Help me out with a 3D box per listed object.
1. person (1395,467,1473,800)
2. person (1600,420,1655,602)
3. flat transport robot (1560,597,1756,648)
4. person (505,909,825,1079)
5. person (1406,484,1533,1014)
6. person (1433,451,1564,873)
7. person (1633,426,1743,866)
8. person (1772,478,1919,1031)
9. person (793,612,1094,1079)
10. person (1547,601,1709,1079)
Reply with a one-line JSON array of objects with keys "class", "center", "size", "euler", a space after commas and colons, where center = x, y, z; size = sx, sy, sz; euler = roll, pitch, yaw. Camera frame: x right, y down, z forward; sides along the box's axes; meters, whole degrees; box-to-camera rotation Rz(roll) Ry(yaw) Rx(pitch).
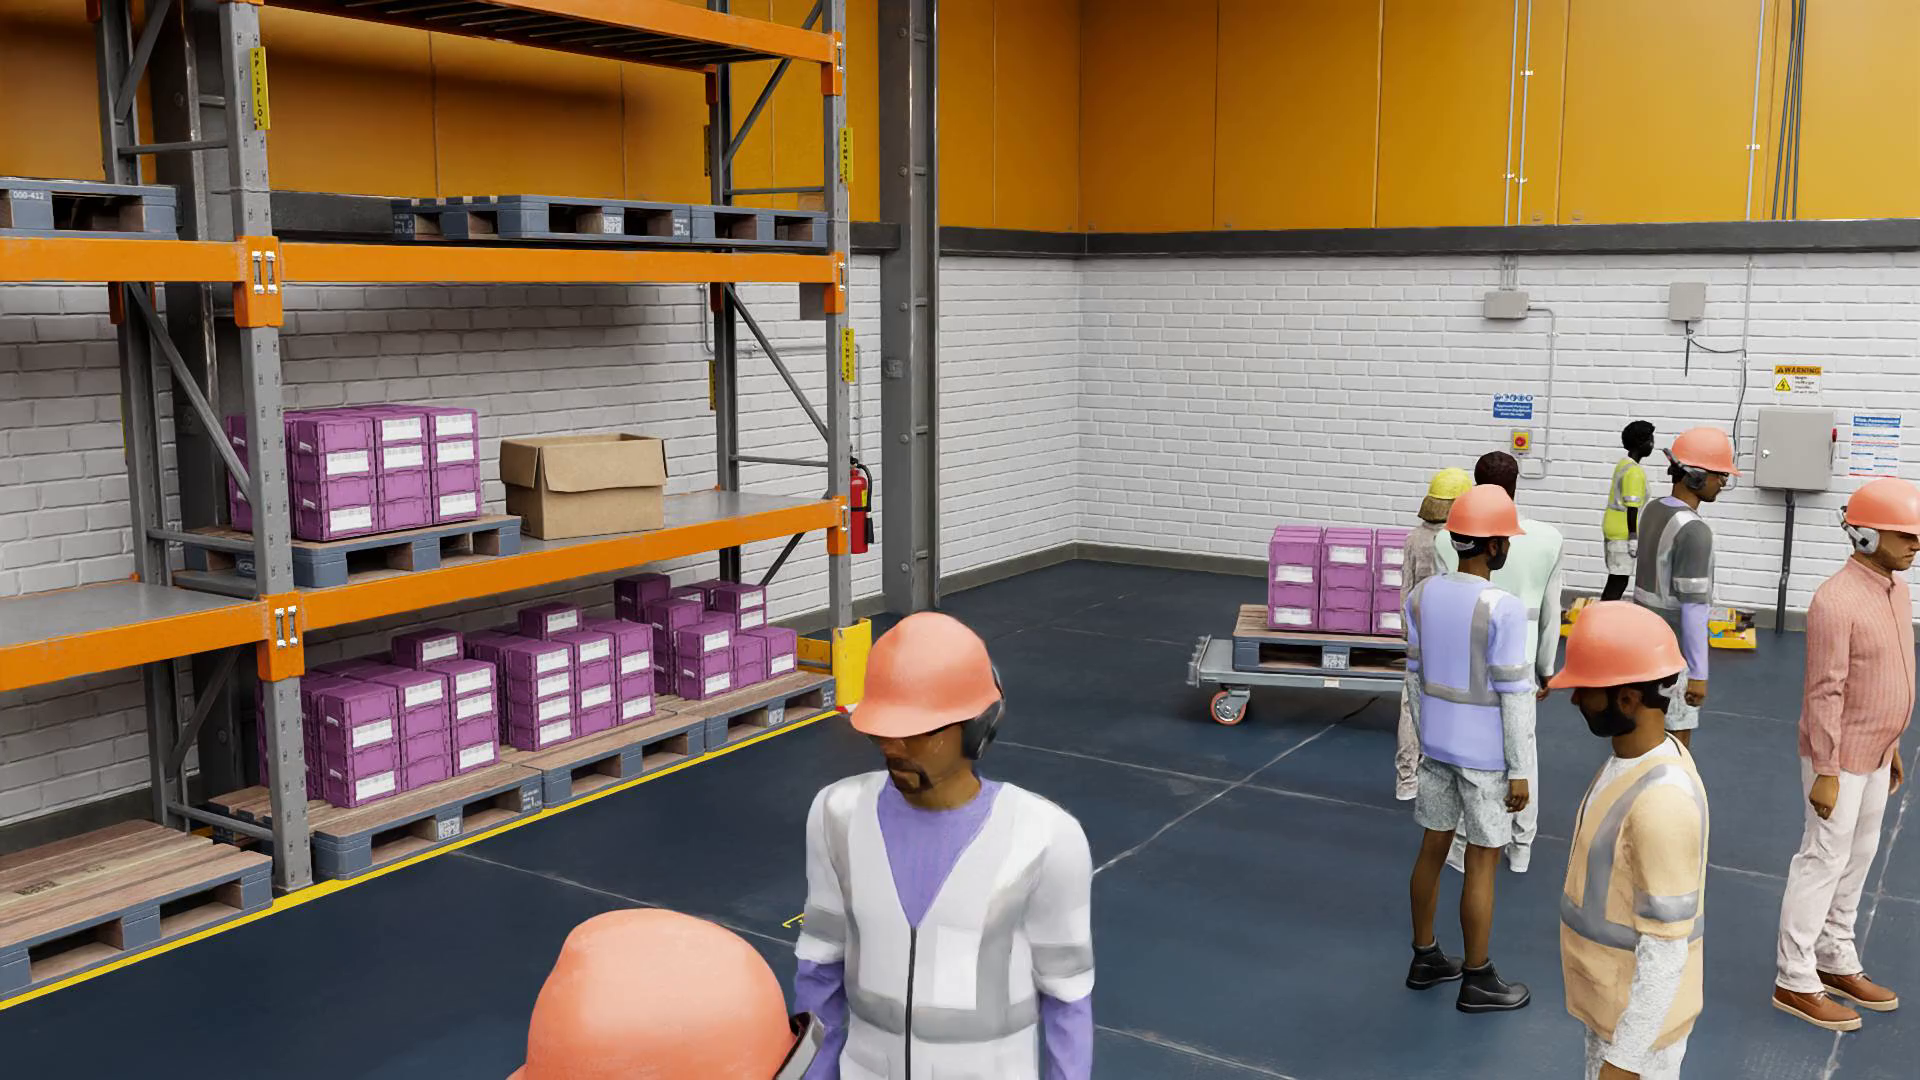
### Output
[{"class": "person", "center": [2.444, 0.499, 8.437], "size": [0.319, 1.742, 0.492], "euler": [-4, 10, -25]}, {"class": "person", "center": [4.836, -0.031, 12.083], "size": [0.322, 1.690, 0.546], "euler": [3, 9, 17]}, {"class": "flat transport robot", "center": [5.193, 0.607, 12.503], "size": [1.431, 0.197, 0.652], "euler": [4, 10, 24]}, {"class": "person", "center": [-0.278, 1.374, 1.786], "size": [0.395, 2.038, 0.615], "euler": [-1, 9, -9]}, {"class": "person", "center": [1.880, 0.759, 6.116], "size": [0.356, 1.938, 0.545], "euler": [-5, 10, -30]}, {"class": "person", "center": [2.400, 0.560, 7.490], "size": [0.587, 1.915, 0.393], "euler": [0, 9, 1]}, {"class": "person", "center": [3.273, 0.493, 7.566], "size": [0.410, 2.028, 0.620], "euler": [0, 9, 3]}, {"class": "person", "center": [3.226, 0.761, 5.971], "size": [0.608, 1.987, 0.403], "euler": [-8, 12, -40]}, {"class": "person", "center": [-0.053, 1.149, 3.322], "size": [0.624, 2.040, 0.486], "euler": [3, 9, 22]}, {"class": "person", "center": [1.555, 1.097, 3.955], "size": [0.374, 1.928, 0.542], "euler": [2, 9, 16]}]
